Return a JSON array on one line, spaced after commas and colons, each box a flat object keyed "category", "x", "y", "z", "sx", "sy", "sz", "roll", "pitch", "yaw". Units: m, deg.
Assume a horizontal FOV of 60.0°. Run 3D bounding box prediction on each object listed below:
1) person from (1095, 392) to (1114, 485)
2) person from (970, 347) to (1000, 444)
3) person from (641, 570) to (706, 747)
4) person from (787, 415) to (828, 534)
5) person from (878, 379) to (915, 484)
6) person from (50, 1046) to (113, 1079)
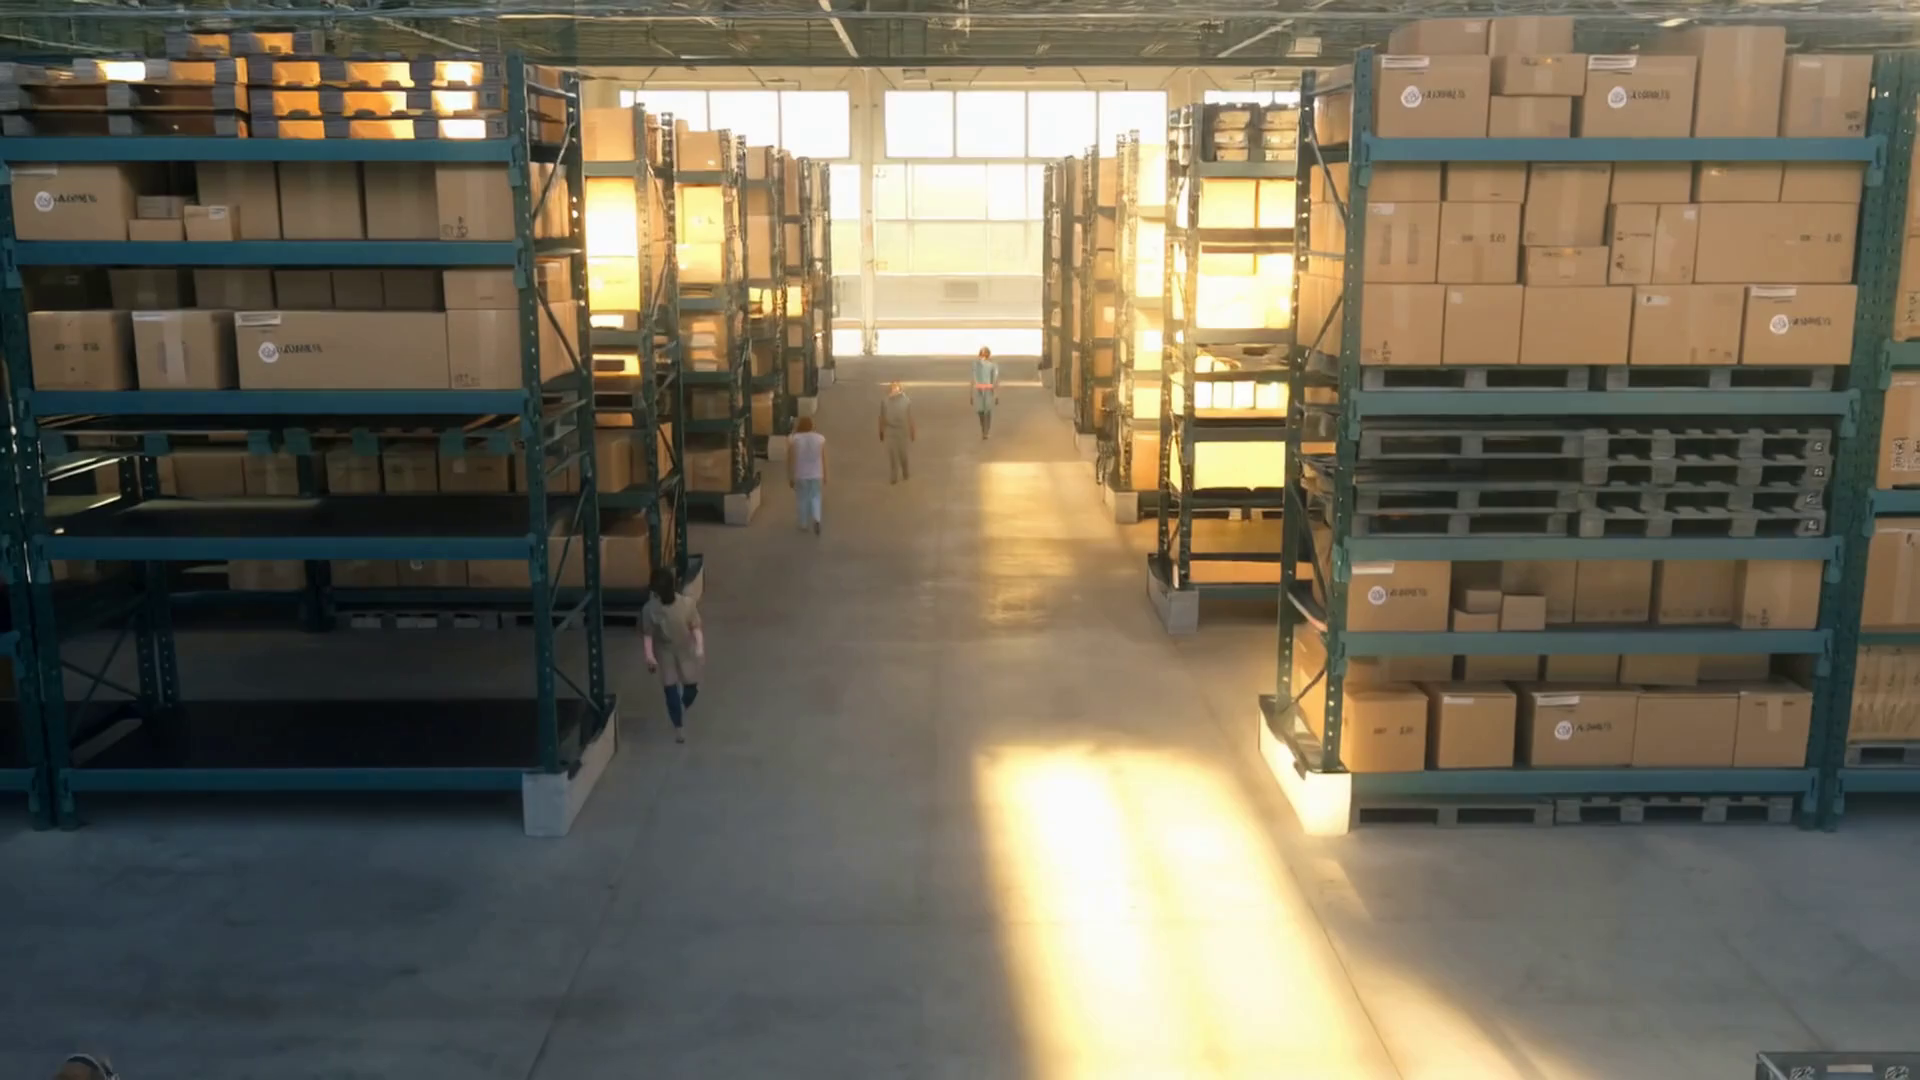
[{"category": "person", "x": 2.591, "y": -1.786, "z": 29.519, "sx": 0.318, "sy": 1.690, "sz": 0.529, "roll": -5, "pitch": 13, "yaw": -25}, {"category": "person", "x": 0.535, "y": -3.060, "z": 34.992, "sx": 0.619, "sy": 2.028, "sz": 0.759, "roll": 2, "pitch": 12, "yaw": 8}, {"category": "person", "x": -2.656, "y": 1.065, "z": 15.402, "sx": 0.569, "sy": 1.672, "sz": 0.486, "roll": -3, "pitch": 12, "yaw": -13}, {"category": "person", "x": -2.303, "y": -0.973, "z": 25.135, "sx": 0.640, "sy": 1.830, "sz": 0.579, "roll": -2, "pitch": 12, "yaw": -10}, {"category": "person", "x": -1.139, "y": -1.948, "z": 29.814, "sx": 0.668, "sy": 1.889, "sz": 0.467, "roll": 1, "pitch": 11, "yaw": 7}, {"category": "person", "x": -3.187, "y": 2.805, "z": 6.283, "sx": 0.647, "sy": 1.888, "sz": 0.599, "roll": 3, "pitch": 12, "yaw": 15}]
